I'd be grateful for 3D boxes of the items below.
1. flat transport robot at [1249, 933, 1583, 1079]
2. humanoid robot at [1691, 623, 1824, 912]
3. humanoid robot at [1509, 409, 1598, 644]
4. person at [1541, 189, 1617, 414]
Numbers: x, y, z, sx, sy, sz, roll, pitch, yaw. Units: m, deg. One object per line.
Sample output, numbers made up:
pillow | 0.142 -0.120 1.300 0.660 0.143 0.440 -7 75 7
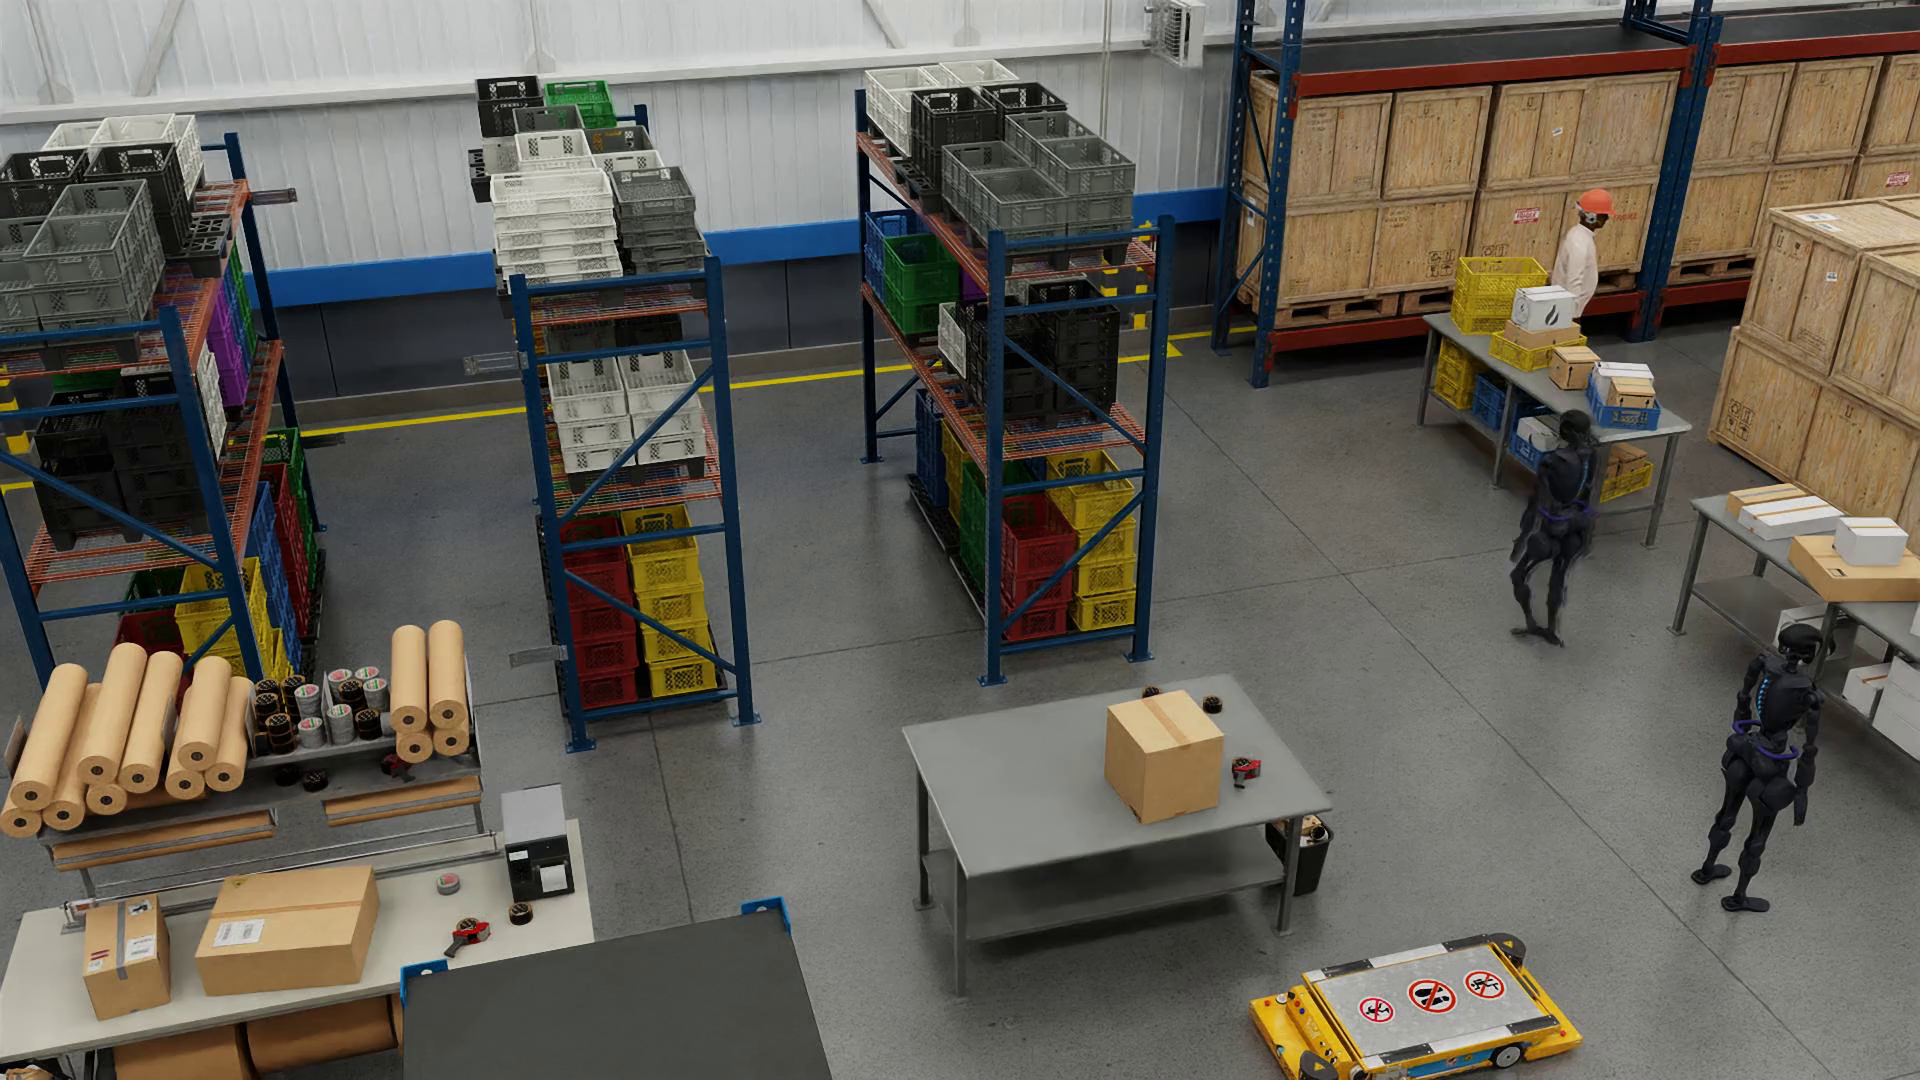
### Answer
flat transport robot | 2.184 2.282 7.980 1.431 0.197 0.652 -8 30 -14
humanoid robot | 4.161 1.149 8.593 0.324 1.658 0.601 -7 30 -13
humanoid robot | 3.872 -0.073 10.829 0.641 1.643 0.385 -13 31 -22
person | 5.148 -1.969 13.964 0.401 1.991 0.610 11 31 19
